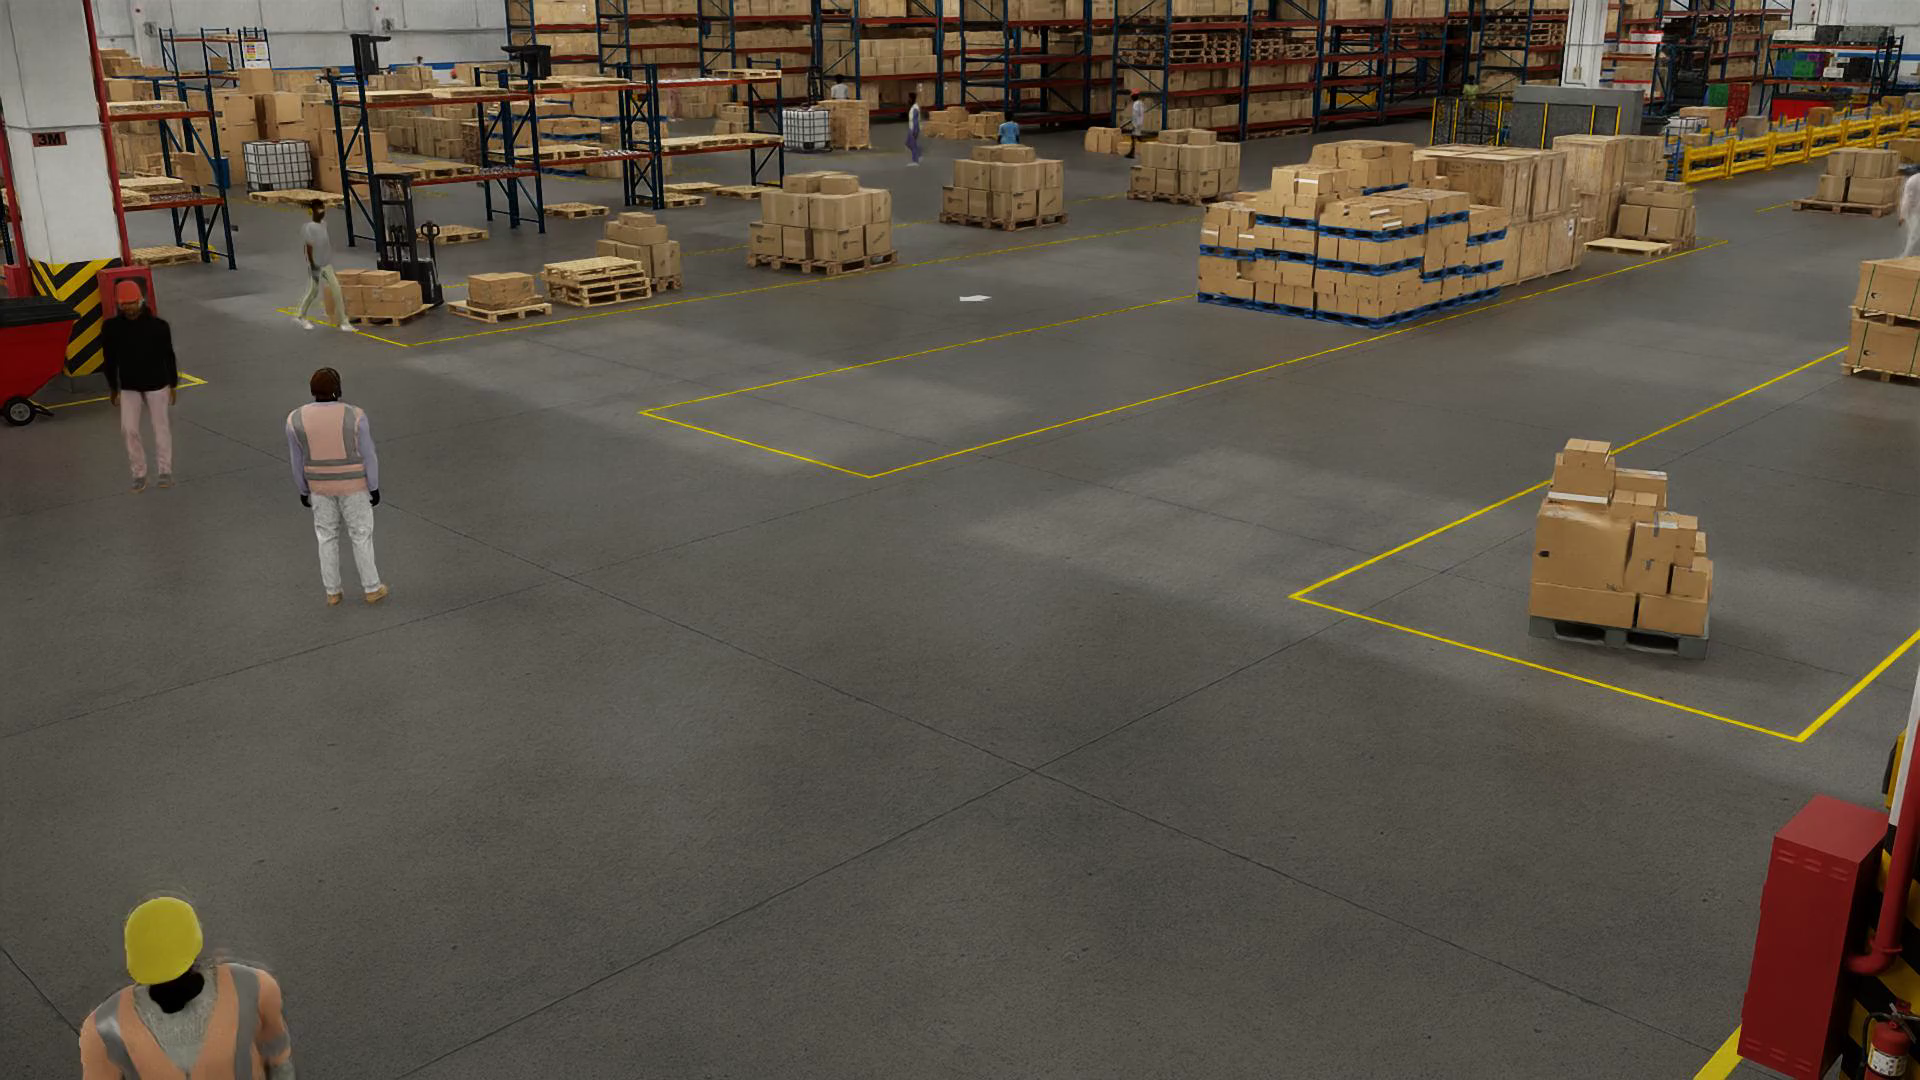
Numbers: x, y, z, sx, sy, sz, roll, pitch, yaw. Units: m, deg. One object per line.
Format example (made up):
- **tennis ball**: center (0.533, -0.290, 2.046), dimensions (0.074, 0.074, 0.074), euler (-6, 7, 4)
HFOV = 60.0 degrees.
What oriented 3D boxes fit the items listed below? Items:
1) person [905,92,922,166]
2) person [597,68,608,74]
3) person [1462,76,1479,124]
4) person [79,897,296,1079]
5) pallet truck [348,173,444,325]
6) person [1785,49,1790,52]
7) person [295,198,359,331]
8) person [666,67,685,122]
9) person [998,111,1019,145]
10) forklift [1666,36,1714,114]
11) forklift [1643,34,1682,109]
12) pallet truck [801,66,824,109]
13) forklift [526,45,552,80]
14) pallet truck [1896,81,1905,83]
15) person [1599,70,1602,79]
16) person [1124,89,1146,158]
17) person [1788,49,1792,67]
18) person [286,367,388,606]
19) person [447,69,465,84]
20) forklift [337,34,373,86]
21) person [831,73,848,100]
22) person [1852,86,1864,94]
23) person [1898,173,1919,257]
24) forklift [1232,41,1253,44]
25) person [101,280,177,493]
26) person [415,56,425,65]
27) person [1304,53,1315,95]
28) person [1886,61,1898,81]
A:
- **person**: center (-1.239, -10.896, 44.143), dimensions (0.449, 1.907, 0.595), euler (-3, 19, -10)
- **person**: center (-14.883, -19.116, 69.372), dimensions (0.538, 1.587, 0.872), euler (1, 18, 4)
- **person**: center (17.681, -15.260, 57.665), dimensions (0.536, 1.657, 0.856), euler (5, 19, 15)
- **person**: center (-2.442, 1.998, 5.335), dimensions (0.616, 1.870, 0.995), euler (-7, 20, -19)
- **pallet truck**: center (-8.209, -4.181, 23.757), dimensions (0.823, 1.965, 1.885), euler (3, 19, 9)
- **person**: center (41.770, -24.193, 84.239), dimensions (0.479, 1.885, 0.654), euler (0, 18, -1)
- **person**: center (-8.805, -3.766, 22.792), dimensions (0.973, 1.837, 0.529), euler (7, 19, 19)
- **person**: center (-10.023, -15.695, 58.636), dimensions (0.668, 1.885, 0.641), euler (15, 24, 38)
- **person**: center (1.200, -9.751, 41.080), dimensions (0.543, 1.654, 0.862), euler (-9, 20, -25)
- **forklift**: center (27.341, -17.291, 61.877), dimensions (1.129, 2.768, 1.873), euler (17, 25, 41)
- **forklift**: center (27.488, -18.318, 64.970), dimensions (1.129, 2.768, 1.873), euler (17, 25, 41)
- **pallet truck**: center (-4.812, -15.182, 56.903), dimensions (0.823, 1.965, 1.885), euler (-9, 21, -26)
- **forklift**: center (-13.217, -14.218, 52.618), dimensions (1.129, 2.768, 1.873), euler (17, 25, 41)
- **pallet truck**: center (34.802, -16.331, 61.455), dimensions (0.653, 1.274, 1.630), euler (17, 25, 41)
- **person**: center (23.534, -16.541, 61.513), dimensions (0.537, 1.674, 0.528), euler (15, 23, 37)
- **person**: center (5.002, -11.525, 46.066), dimensions (0.807, 1.892, 0.607), euler (5, 19, 16)
- **person**: center (42.290, -24.468, 85.038), dimensions (0.886, 1.912, 0.553), euler (2, 19, 7)
- **person**: center (-4.708, -0.400, 12.610), dimensions (0.622, 1.845, 0.429), euler (-2, 18, -5)
- **person**: center (-16.687, -14.621, 55.257), dimensions (0.626, 1.968, 0.772), euler (-9, 20, -25)
- **forklift**: center (-23.335, -18.339, 65.035), dimensions (1.129, 2.768, 1.873), euler (17, 25, 41)
- **person**: center (-3.855, -13.849, 52.956), dimensions (0.602, 1.939, 0.795), euler (-7, 20, -21)
- **person**: center (32.018, -15.997, 59.525), dimensions (0.960, 1.901, 0.639), euler (2, 18, 5)
- **person**: center (15.692, -5.265, 27.140), dimensions (0.660, 1.921, 0.545), euler (-7, 20, -20)
- **forklift**: center (9.484, -15.642, 56.908), dimensions (1.129, 2.768, 1.873), euler (17, 25, 41)
- **person**: center (-7.606, -1.409, 15.434), dimensions (0.642, 1.974, 0.631), euler (-4, 19, -13)
- **person**: center (-22.029, -18.846, 68.067), dimensions (0.475, 1.909, 0.646), euler (5, 19, 14)
- **person**: center (15.454, -20.615, 73.423), dimensions (0.403, 1.904, 0.637), euler (-15, 23, -38)
- **person**: center (37.160, -18.171, 66.238), dimensions (0.617, 1.781, 0.925), euler (-15, 23, -37)
